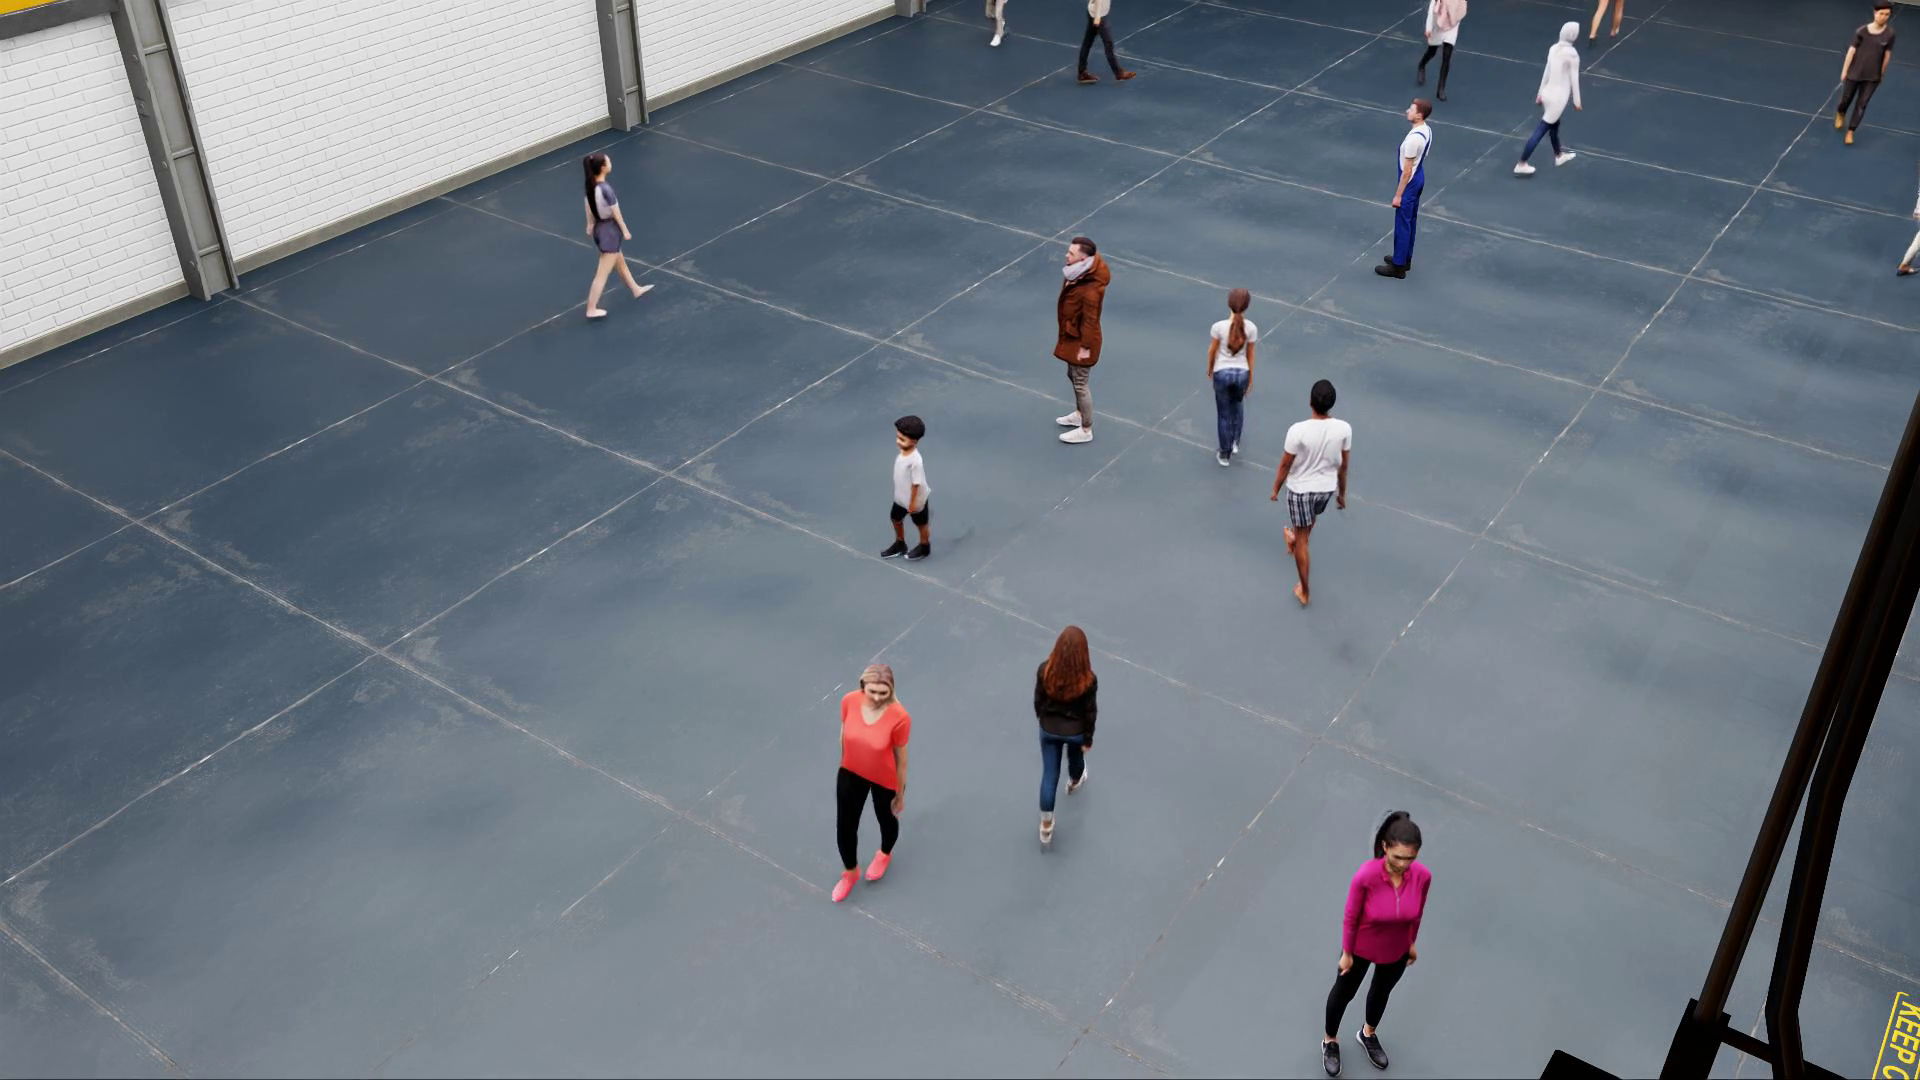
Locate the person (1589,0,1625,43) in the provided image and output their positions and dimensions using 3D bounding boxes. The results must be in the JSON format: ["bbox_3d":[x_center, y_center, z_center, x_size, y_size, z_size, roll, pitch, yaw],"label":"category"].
[{"bbox_3d":[9.219,-7.811,23.511,0.594,1.568,1.063,22,40,30],"label":"person"}]

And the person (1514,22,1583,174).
[{"bbox_3d":[6.788,-5.047,19.206,1.176,1.730,1.050,-9,35,-14],"label":"person"}]

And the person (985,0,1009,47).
[{"bbox_3d":[0.546,-7.762,23.582,0.519,1.408,0.688,20,38,27],"label":"person"}]

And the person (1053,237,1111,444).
[{"bbox_3d":[1.033,-1.699,14.074,0.898,1.836,0.835,-5,34,-7],"label":"person"}]

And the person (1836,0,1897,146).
[{"bbox_3d":[11.004,-5.719,20.244,0.742,1.701,0.976,13,36,19],"label":"person"}]

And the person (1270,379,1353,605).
[{"bbox_3d":[2.574,-0.304,12.106,1.093,1.691,1.158,-5,34,-8],"label":"person"}]

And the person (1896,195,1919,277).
[{"bbox_3d":[9.846,-3.307,16.984,0.846,1.292,0.790,-5,34,-8],"label":"person"}]

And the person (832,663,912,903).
[{"bbox_3d":[-0.451,1.328,9.669,0.710,1.670,0.807,15,36,21],"label":"person"}]

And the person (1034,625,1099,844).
[{"bbox_3d":[0.608,1.182,10.089,0.815,1.449,1.041,6,34,9],"label":"person"}]

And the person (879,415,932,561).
[{"bbox_3d":[-0.315,-0.400,12.653,0.713,1.245,0.629,-17,37,-24],"label":"person"}]

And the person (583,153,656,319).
[{"bbox_3d":[-3.492,-2.902,16.087,1.109,1.610,0.804,-23,40,-30],"label":"person"}]

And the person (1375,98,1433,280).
[{"bbox_3d":[4.569,-3.587,16.904,0.681,1.847,0.498,20,38,27],"label":"person"}]

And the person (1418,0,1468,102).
[{"bbox_3d":[6.260,-6.695,21.645,1.111,1.775,1.219,-3,34,-4],"label":"person"}]

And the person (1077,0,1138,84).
[{"bbox_3d":[1.743,-6.932,21.943,1.120,1.839,1.090,-3,34,-4],"label":"person"}]

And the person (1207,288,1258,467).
[{"bbox_3d":[2.248,-1.321,13.765,0.677,1.549,0.745,0,34,0],"label":"person"}]

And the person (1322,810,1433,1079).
[{"bbox_3d":[2.136,2.064,8.536,0.680,1.700,0.736,-4,34,-7],"label":"person"}]
